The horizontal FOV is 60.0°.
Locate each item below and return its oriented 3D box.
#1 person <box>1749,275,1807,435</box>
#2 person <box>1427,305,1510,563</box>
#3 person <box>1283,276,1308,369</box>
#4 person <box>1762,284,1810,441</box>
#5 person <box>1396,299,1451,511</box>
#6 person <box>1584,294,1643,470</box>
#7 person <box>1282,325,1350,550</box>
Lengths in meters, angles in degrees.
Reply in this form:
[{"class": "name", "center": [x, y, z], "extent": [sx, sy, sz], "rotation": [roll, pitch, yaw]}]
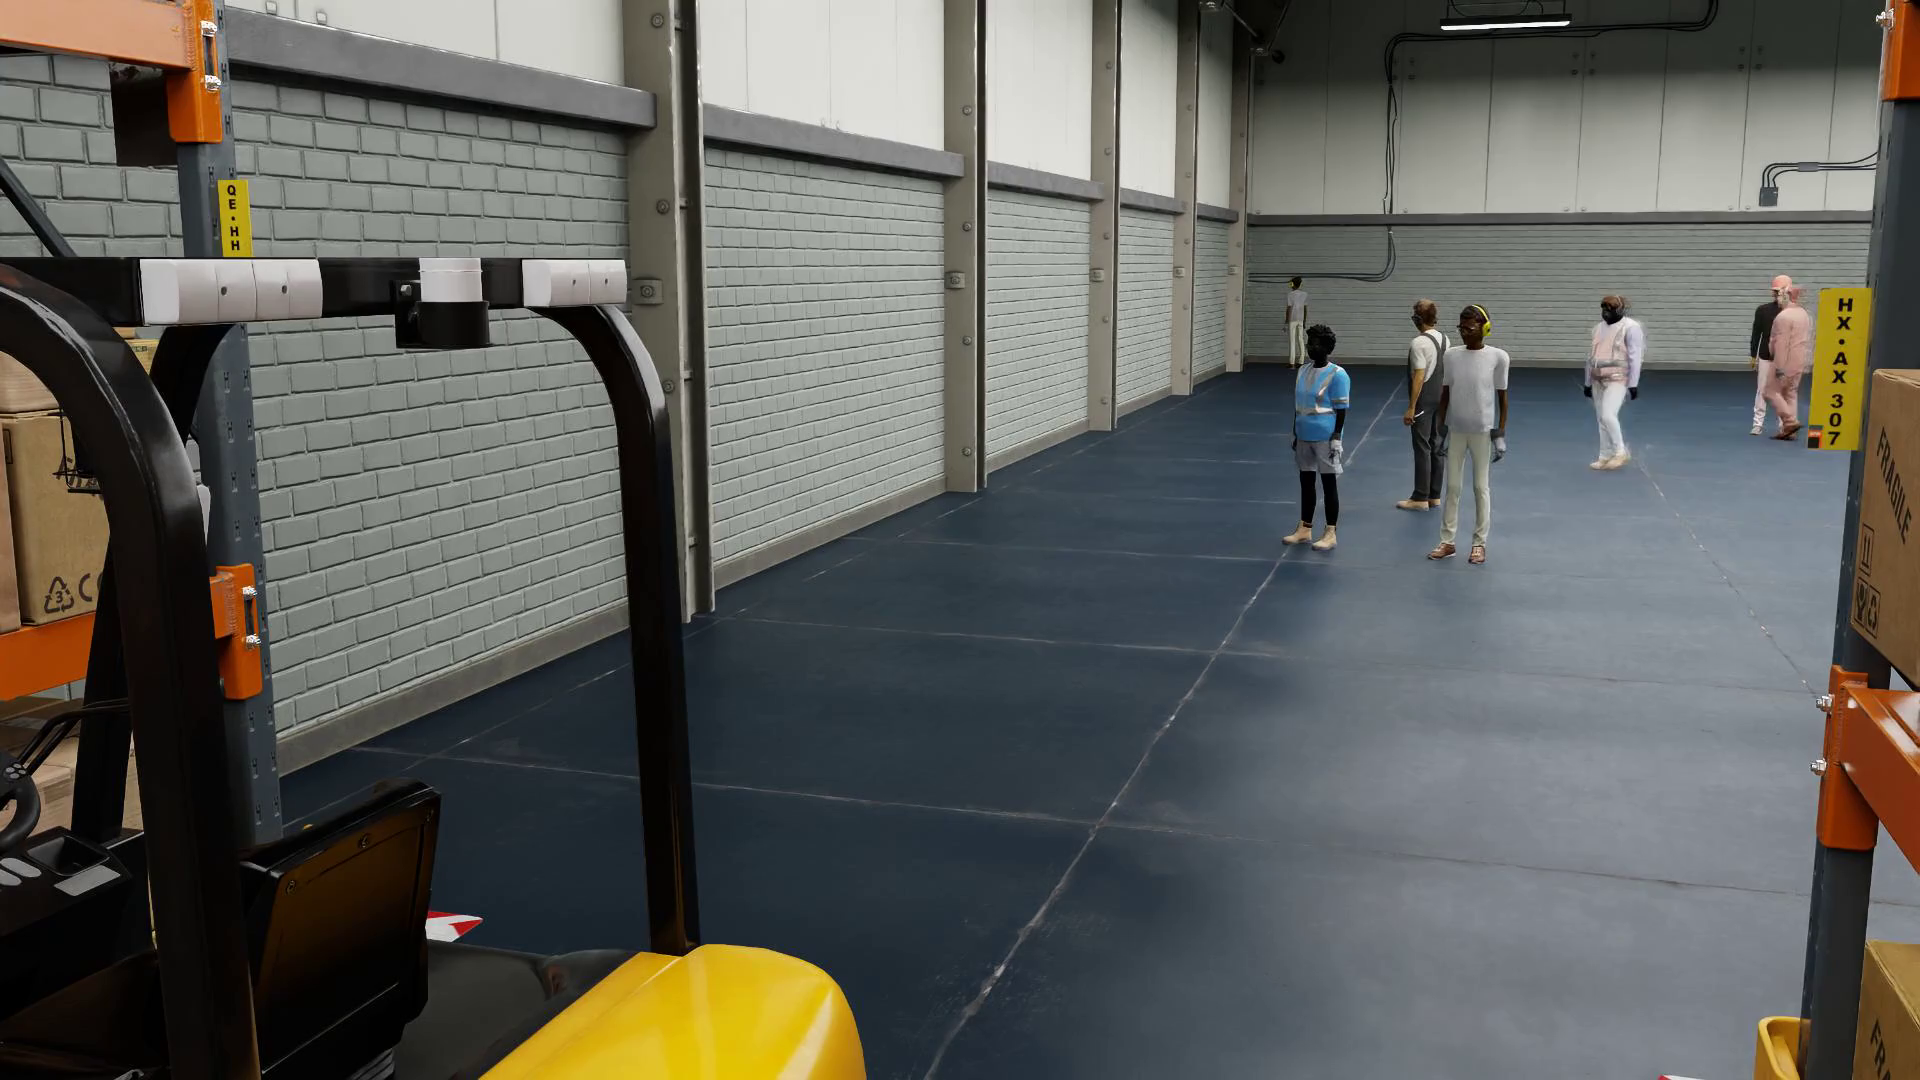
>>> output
[{"class": "person", "center": [10.175, -2.291, 20.715], "extent": [0.622, 1.994, 0.381], "rotation": [5, 11, 27]}, {"class": "person", "center": [3.686, -0.761, 12.005], "extent": [0.521, 1.865, 0.335], "rotation": [7, 12, 37]}, {"class": "person", "center": [6.786, -4.402, 33.661], "extent": [0.518, 1.874, 0.327], "rotation": [-4, 10, -21]}, {"class": "person", "center": [9.963, -2.127, 20.064], "extent": [0.653, 1.897, 0.422], "rotation": [-7, 12, -38]}, {"class": "person", "center": [4.057, -1.173, 14.524], "extent": [0.506, 1.841, 0.346], "rotation": [-9, 13, -43]}, {"class": "person", "center": [6.735, -1.624, 17.239], "extent": [0.451, 1.829, 0.656], "rotation": [-4, 10, -20]}, {"class": "person", "center": [2.703, -0.775, 12.579], "extent": [0.319, 1.696, 0.532], "rotation": [-6, 11, -32]}]
